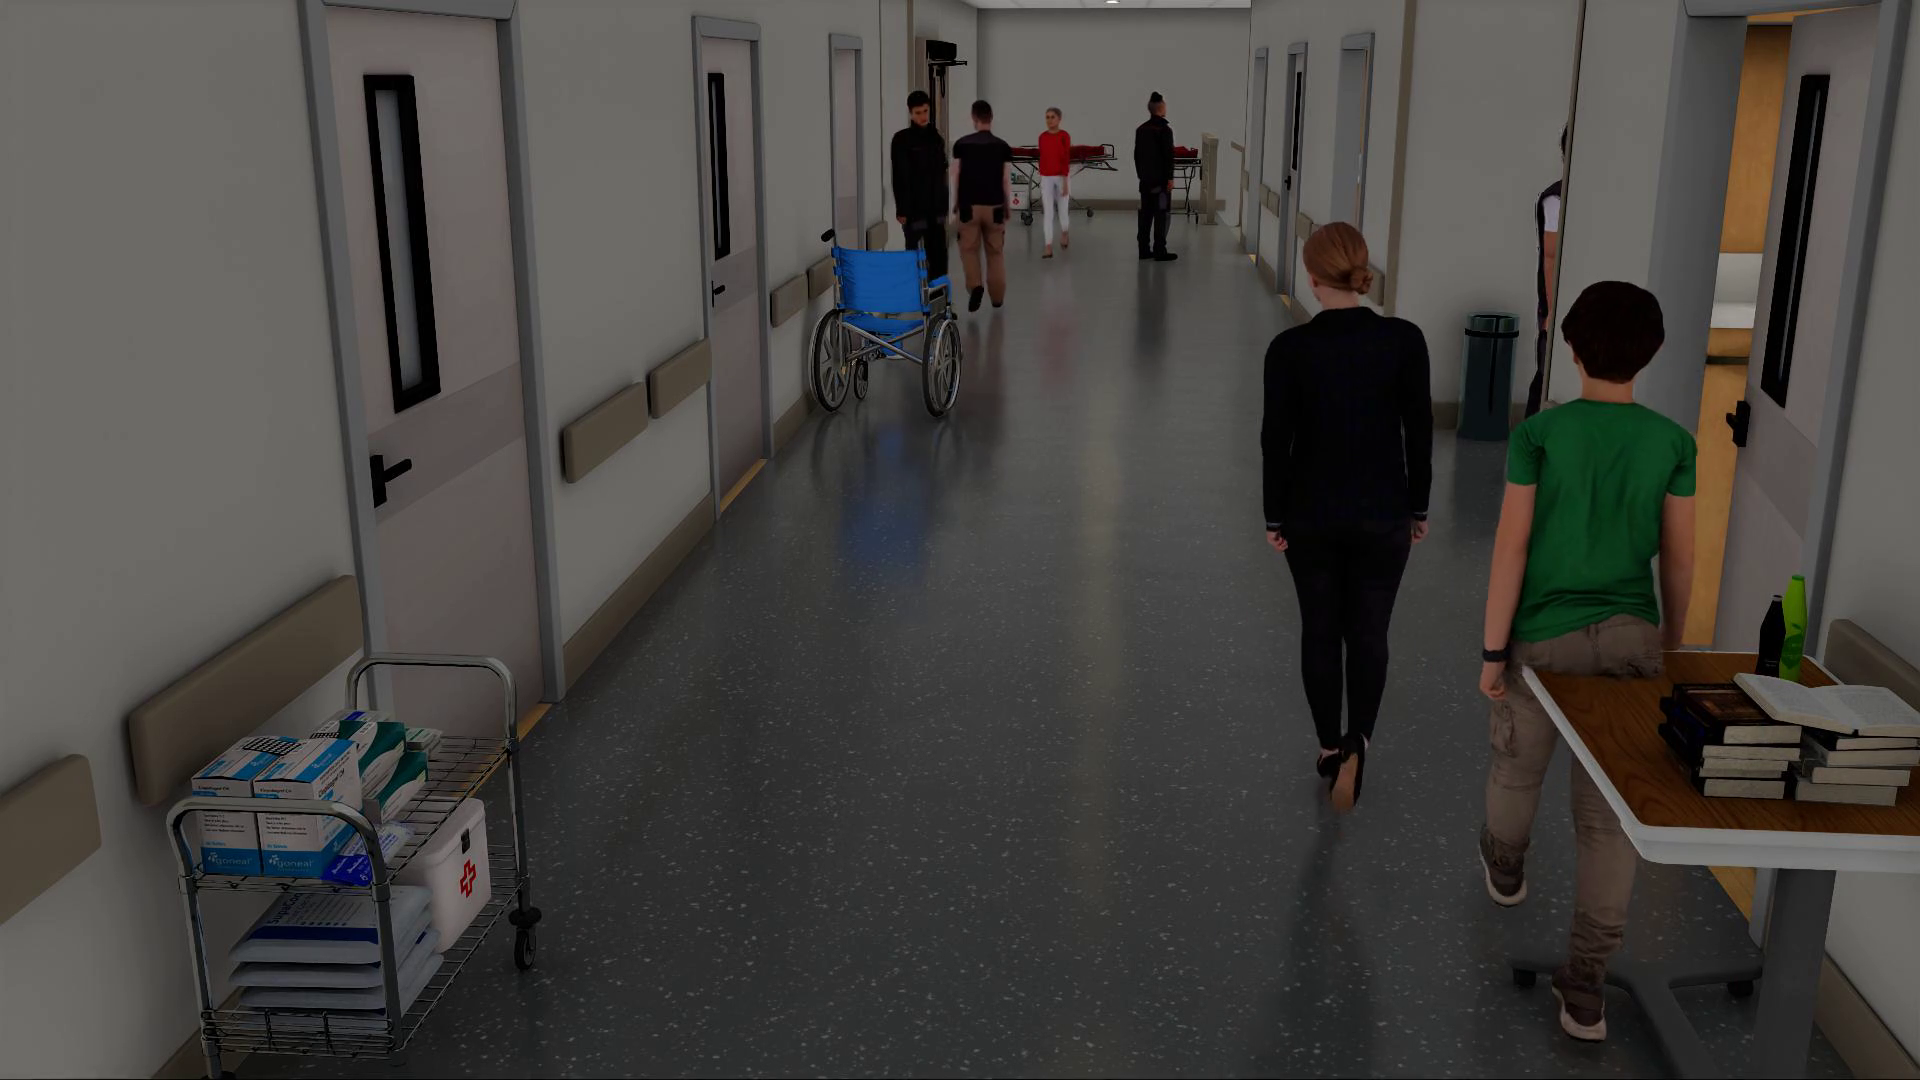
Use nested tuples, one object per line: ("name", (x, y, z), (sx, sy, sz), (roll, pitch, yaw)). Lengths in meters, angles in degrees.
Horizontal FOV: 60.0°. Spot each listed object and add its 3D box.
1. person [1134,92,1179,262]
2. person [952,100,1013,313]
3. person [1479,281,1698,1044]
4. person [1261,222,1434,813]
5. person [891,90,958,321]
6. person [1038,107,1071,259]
("person", (2.205, -4.107, 18.764), (0.906, 1.859, 0.803), (-10, 18, -31))
("person", (0.170, -2.881, 14.508), (0.775, 1.810, 1.149), (0, 16, 0))
("person", (1.376, 0.291, 3.628), (0.686, 1.609, 1.107), (3, 16, 10))
("person", (1.076, -0.013, 4.598), (0.642, 1.666, 0.869), (2, 16, 7))
("person", (-0.389, -2.793, 14.019), (1.118, 1.905, 1.082), (11, 19, 35))
("person", (1.102, -4.038, 18.882), (0.651, 1.664, 1.081), (4, 16, 15))
